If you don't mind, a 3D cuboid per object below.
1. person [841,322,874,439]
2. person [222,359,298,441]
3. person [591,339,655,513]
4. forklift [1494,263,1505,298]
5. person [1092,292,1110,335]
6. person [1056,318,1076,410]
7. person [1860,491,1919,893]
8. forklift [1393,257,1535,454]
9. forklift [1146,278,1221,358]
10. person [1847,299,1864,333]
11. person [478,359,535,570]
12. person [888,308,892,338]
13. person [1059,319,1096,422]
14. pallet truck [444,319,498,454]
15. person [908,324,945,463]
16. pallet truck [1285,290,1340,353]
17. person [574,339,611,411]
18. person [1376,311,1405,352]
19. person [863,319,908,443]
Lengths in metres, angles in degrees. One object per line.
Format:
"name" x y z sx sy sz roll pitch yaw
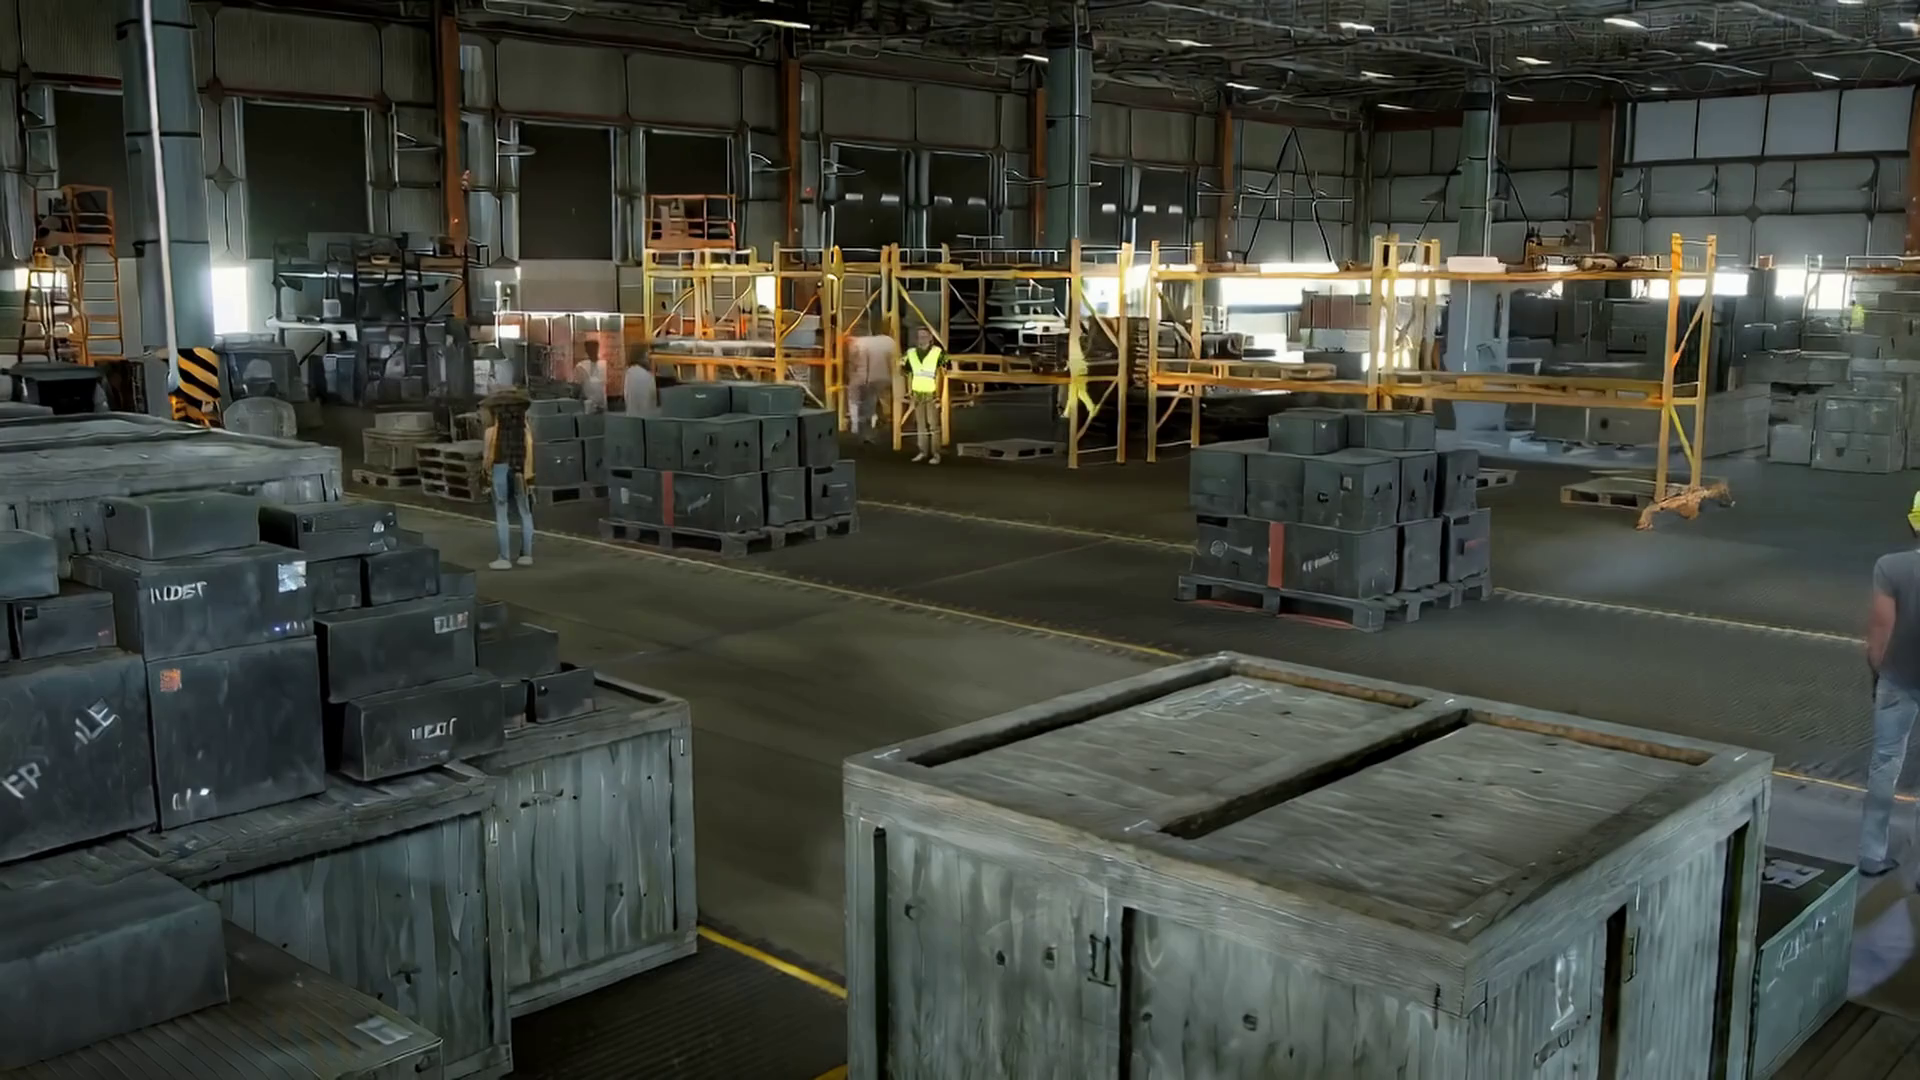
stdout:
"person" -1.551 -2.505 26.118 0.645 1.833 0.432 -5 11 -28
"person" -5.726 -0.522 13.693 0.586 1.919 0.398 -1 9 -6
"person" -3.537 -1.210 17.920 0.836 1.920 0.627 -2 9 -11
"forklift" 14.873 -6.339 46.413 1.873 2.768 1.129 3 10 17
"person" 4.364 -6.682 51.430 0.544 1.930 0.389 1 9 6
"person" 2.055 -3.329 31.457 0.485 1.738 0.320 -2 9 -13
"person" 4.134 0.624 7.119 0.304 1.772 0.525 -5 10 -28
"forklift" 7.427 -2.741 24.348 1.873 2.768 1.129 9 13 43
"forklift" 6.364 -6.425 46.939 1.873 2.768 1.129 9 13 43
"person" 22.705 -5.158 42.251 1.017 1.880 0.559 4 10 22
"person" -4.025 -0.667 14.746 0.538 1.864 0.313 -9 13 -43
"person" -1.947 -5.333 44.067 0.319 1.631 0.526 1 9 8
"person" 2.083 -2.969 29.080 0.823 1.823 0.534 -9 13 -43
"pallet truck" -6.981 -1.942 22.150 1.885 1.965 0.823 1 9 9
"person" -0.451 -2.007 22.825 0.587 1.912 0.390 7 12 36
"pallet truck" 11.297 -6.951 52.861 1.885 1.965 0.823 -5 11 -29
"person" -5.085 -1.937 23.055 0.533 1.693 0.319 -9 13 -43
"person" 8.141 -3.399 31.472 0.635 1.869 0.423 0 9 -1
"person" -1.164 -2.438 25.496 0.760 1.884 0.957 9 13 42
